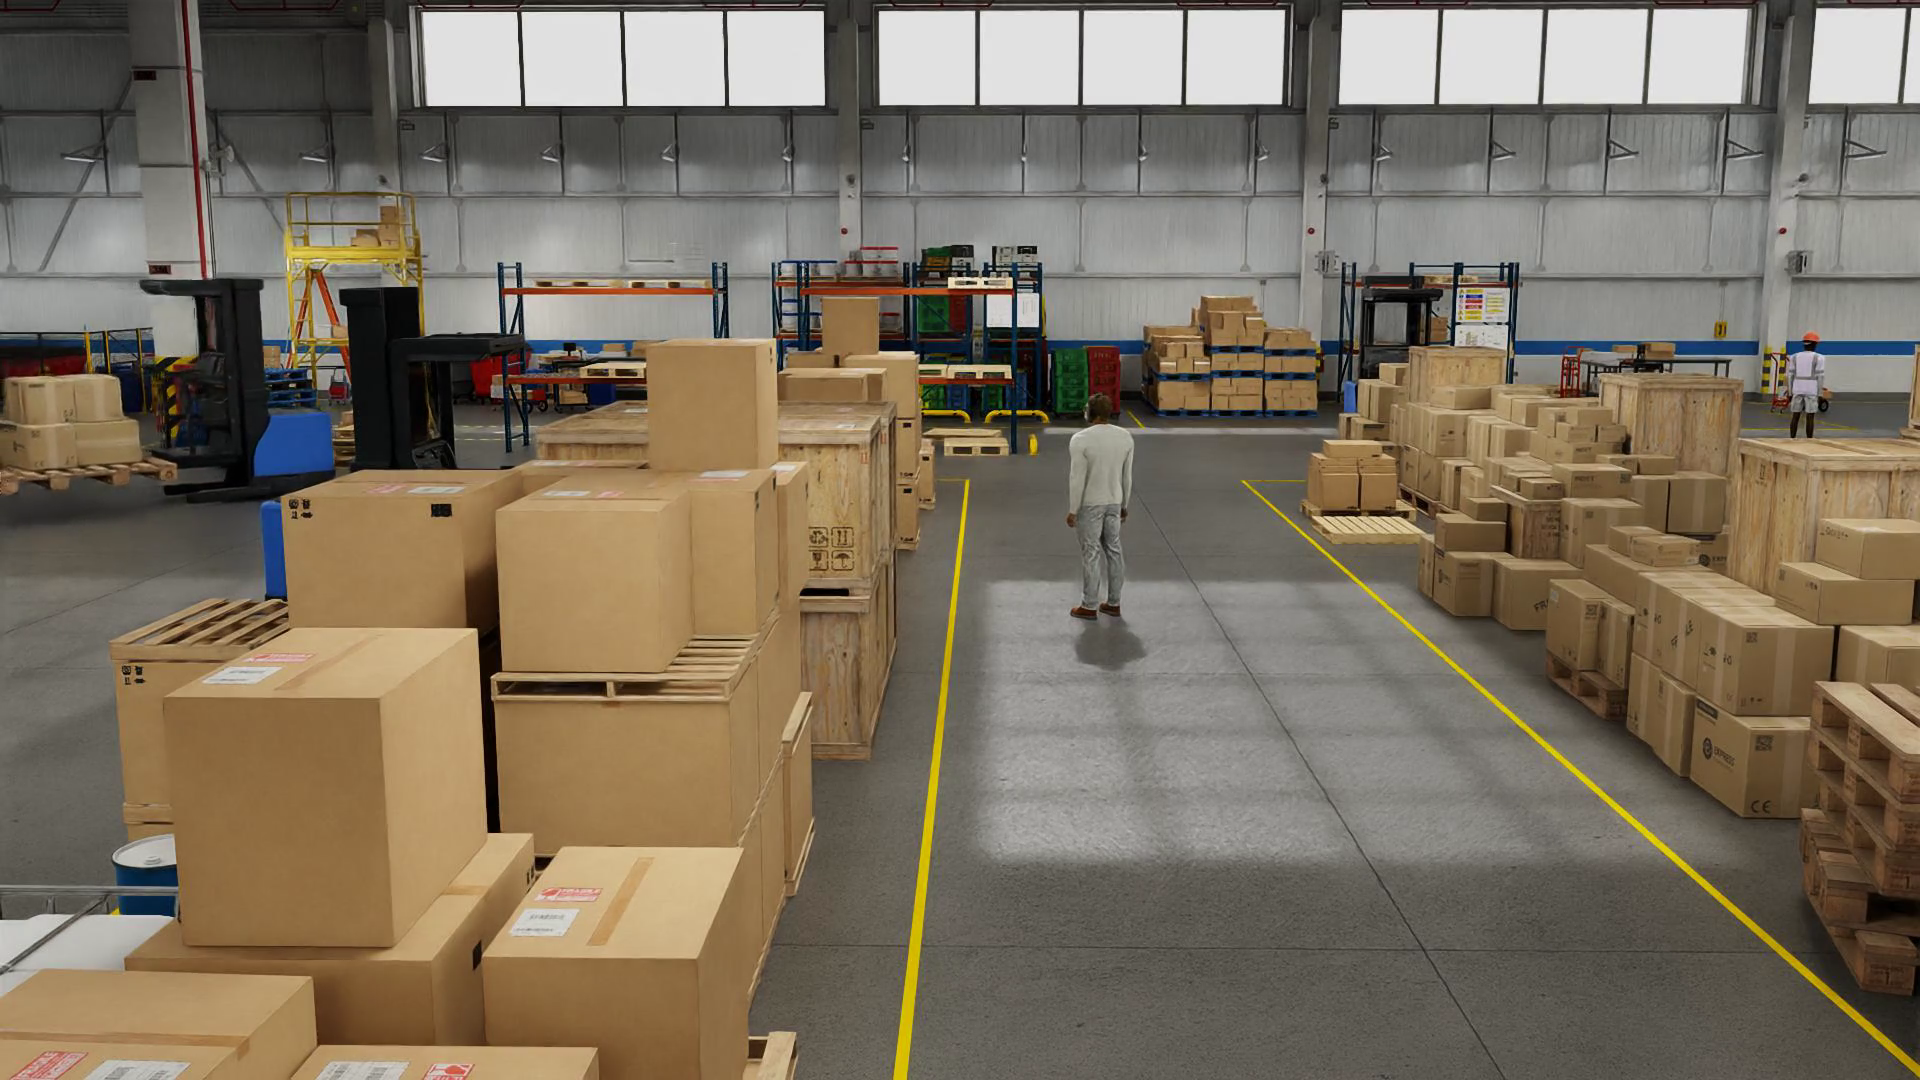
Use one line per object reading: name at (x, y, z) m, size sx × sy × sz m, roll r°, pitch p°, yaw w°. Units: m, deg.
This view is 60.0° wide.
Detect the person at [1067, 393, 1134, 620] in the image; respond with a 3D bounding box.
person at (1.183, -0.286, 14.164) m, size 0.636 × 1.939 × 0.364 m, roll -6°, pitch 11°, yaw -31°

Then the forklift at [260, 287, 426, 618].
forklift at (-4.771, -0.711, 13.897) m, size 1.873 × 2.768 × 1.129 m, roll 0°, pitch 9°, yaw 1°

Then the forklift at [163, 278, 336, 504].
forklift at (-9.217, -1.973, 21.451) m, size 1.873 × 2.768 × 1.129 m, roll -8°, pitch 12°, yaw -40°

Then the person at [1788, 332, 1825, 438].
person at (13.585, -2.373, 26.699) m, size 0.375 × 1.928 × 0.542 m, roll -8°, pitch 13°, yaw -41°

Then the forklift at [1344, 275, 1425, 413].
forklift at (6.827, -2.810, 26.466) m, size 1.129 × 2.768 × 1.873 m, roll 0°, pitch 9°, yaw 1°
